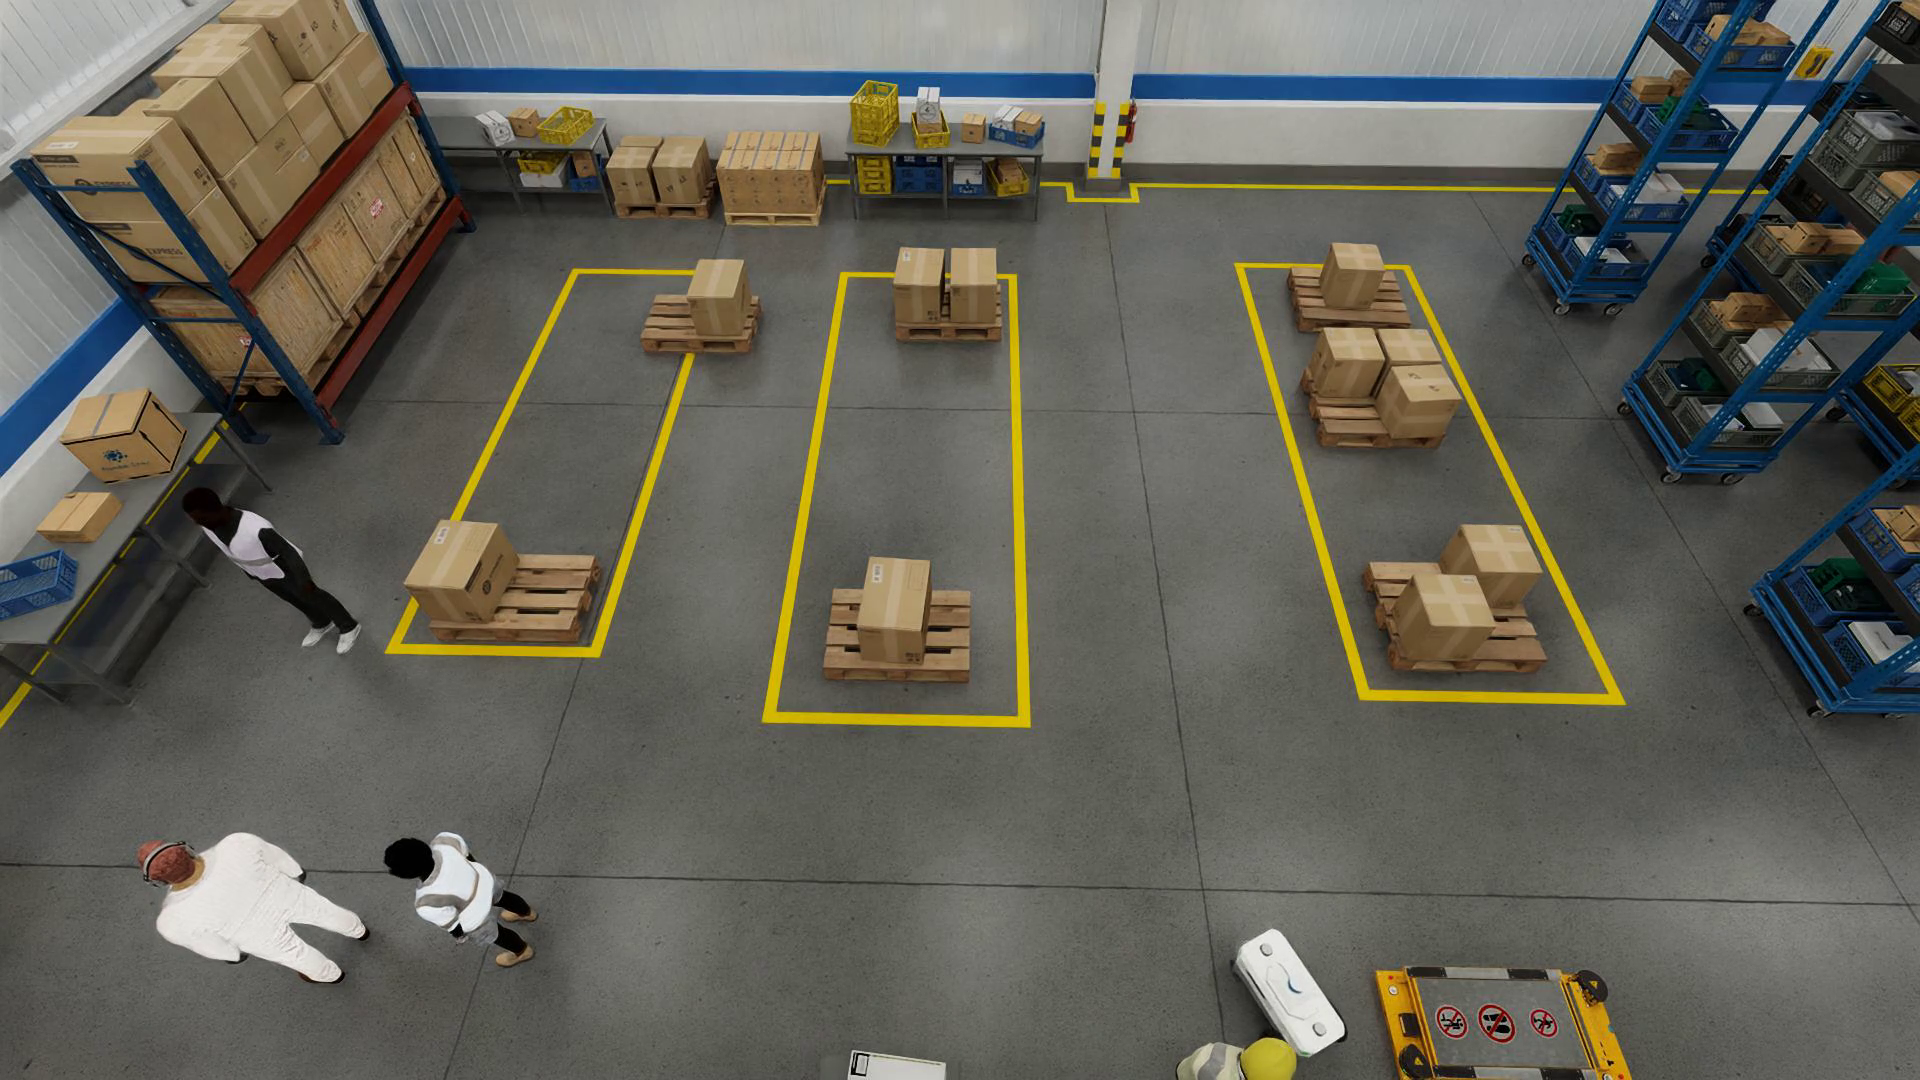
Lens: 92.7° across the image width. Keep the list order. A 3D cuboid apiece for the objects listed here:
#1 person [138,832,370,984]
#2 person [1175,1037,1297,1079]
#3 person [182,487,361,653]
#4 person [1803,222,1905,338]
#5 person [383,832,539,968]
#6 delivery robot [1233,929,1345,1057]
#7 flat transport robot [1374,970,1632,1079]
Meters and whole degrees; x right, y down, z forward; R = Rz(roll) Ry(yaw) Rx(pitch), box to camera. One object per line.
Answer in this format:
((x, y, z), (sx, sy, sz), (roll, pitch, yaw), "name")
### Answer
((-4.284, 2.253, 5.584), (0.409, 1.909, 0.641), (12, 52, 10), "person")
((1.465, 3.030, 4.999), (0.601, 1.827, 0.403), (26, 56, 20), "person")
((-5.397, 0.225, 7.232), (0.597, 1.914, 0.372), (11, 52, 9), "person")
((9.496, -2.961, 9.777), (0.609, 1.996, 0.383), (17, 53, 14), "person")
((-3.071, 2.247, 5.719), (0.318, 1.698, 0.539), (-6, 51, -5), "person")
((2.098, 2.895, 5.868), (0.477, 0.478, 0.707), (-21, 54, -16), "delivery robot")
((3.501, 3.133, 5.914), (1.431, 0.197, 0.652), (1, 51, 1), "flat transport robot")
